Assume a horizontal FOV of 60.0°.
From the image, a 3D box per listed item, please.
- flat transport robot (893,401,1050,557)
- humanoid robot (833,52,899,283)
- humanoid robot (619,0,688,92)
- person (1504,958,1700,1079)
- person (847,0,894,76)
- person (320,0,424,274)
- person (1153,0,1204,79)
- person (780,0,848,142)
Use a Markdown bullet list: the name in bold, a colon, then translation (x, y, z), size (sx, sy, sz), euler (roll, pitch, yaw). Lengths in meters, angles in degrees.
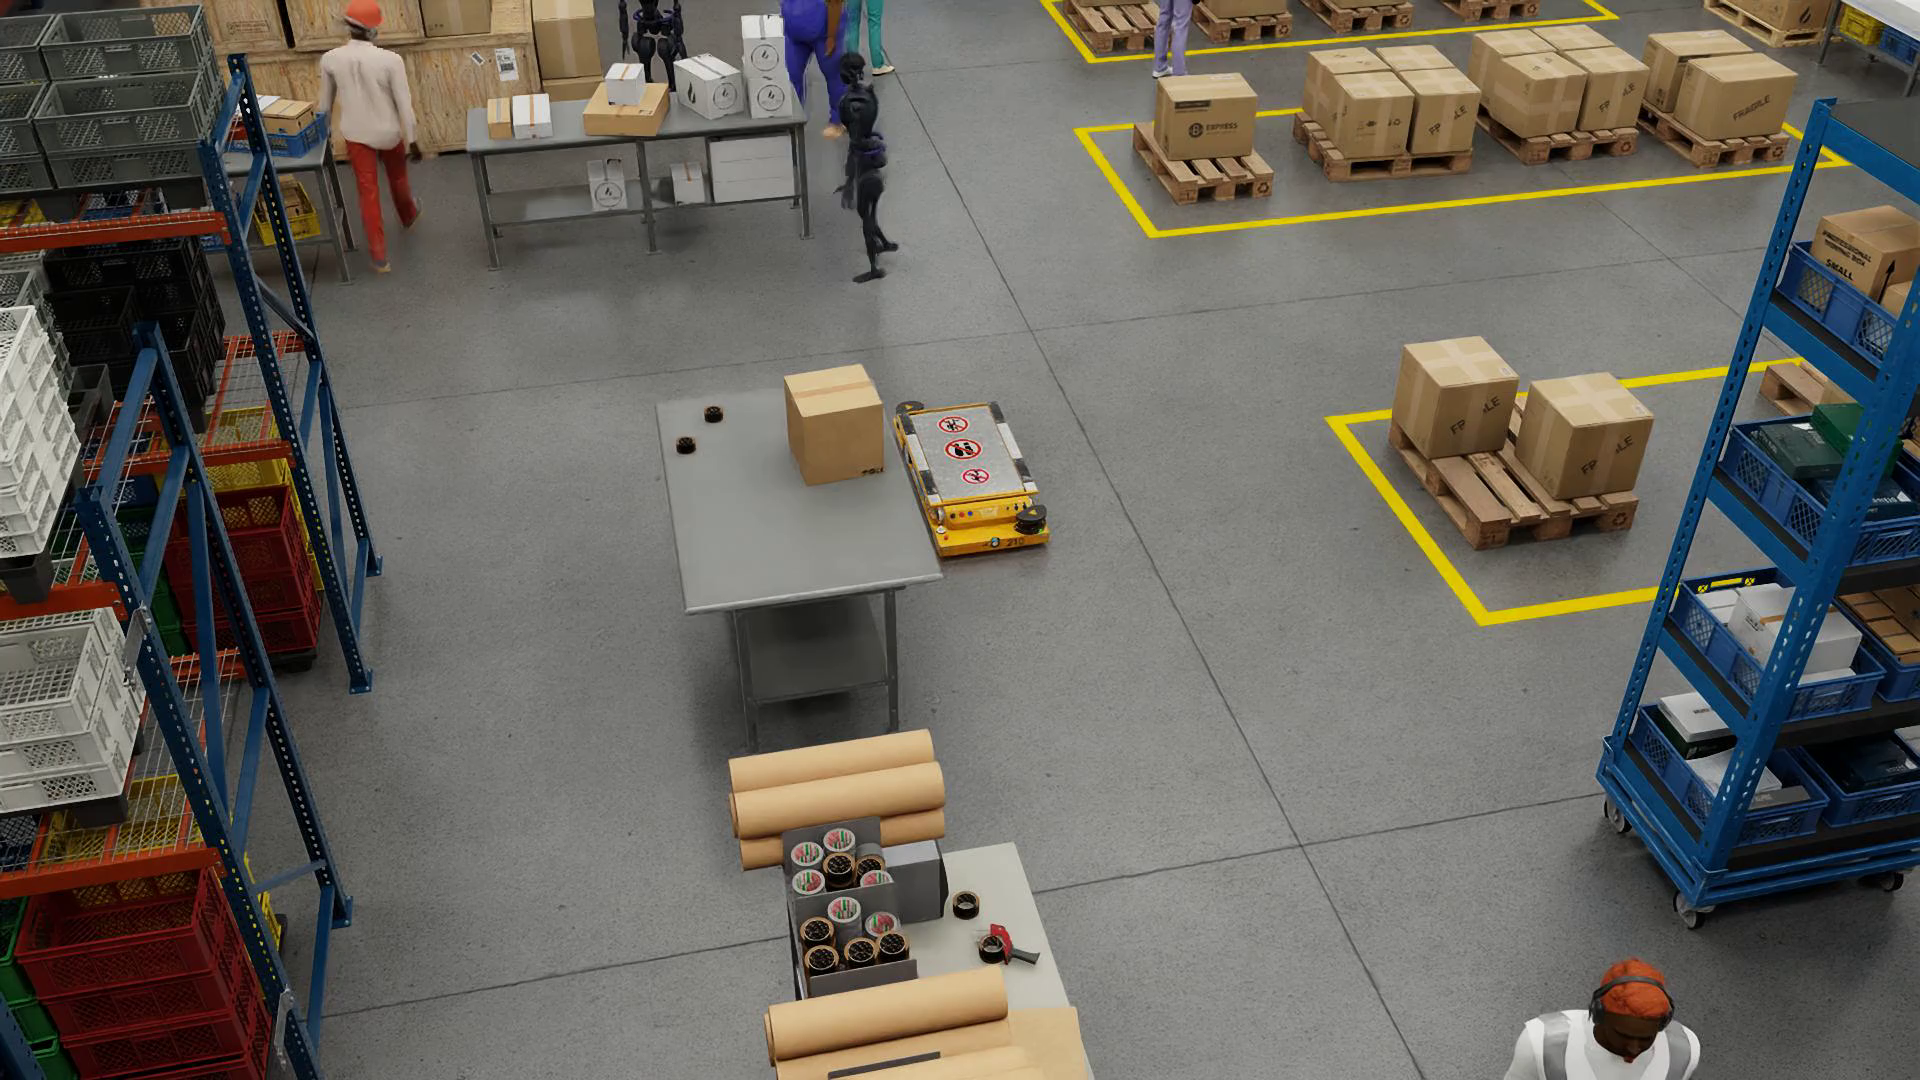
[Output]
- **flat transport robot**: translation (0.046, -0.430, 10.108), size (0.652, 0.197, 1.431), euler (-8, 37, -10)
- **humanoid robot**: translation (-0.686, -2.672, 11.965), size (0.493, 1.640, 0.772), euler (-4, 37, -5)
- **humanoid robot**: translation (-2.603, -4.287, 14.132), size (0.579, 1.652, 0.308), euler (7, 37, 9)
- **person**: translation (2.012, 2.026, 5.477), size (0.583, 1.882, 0.337), euler (0, 37, 1)
- **person**: translation (-0.864, -5.139, 15.205), size (0.524, 1.768, 0.306), euler (18, 40, 23)
- **person**: translation (-4.328, -3.009, 12.212), size (0.736, 1.925, 1.056), euler (-1, 37, -2)
- **person**: translation (1.983, -5.071, 14.979), size (0.361, 1.928, 0.584), euler (-21, 42, -26)
- **person**: translation (-1.283, -4.252, 13.786), size (0.699, 2.000, 0.870), euler (21, 41, 25)
